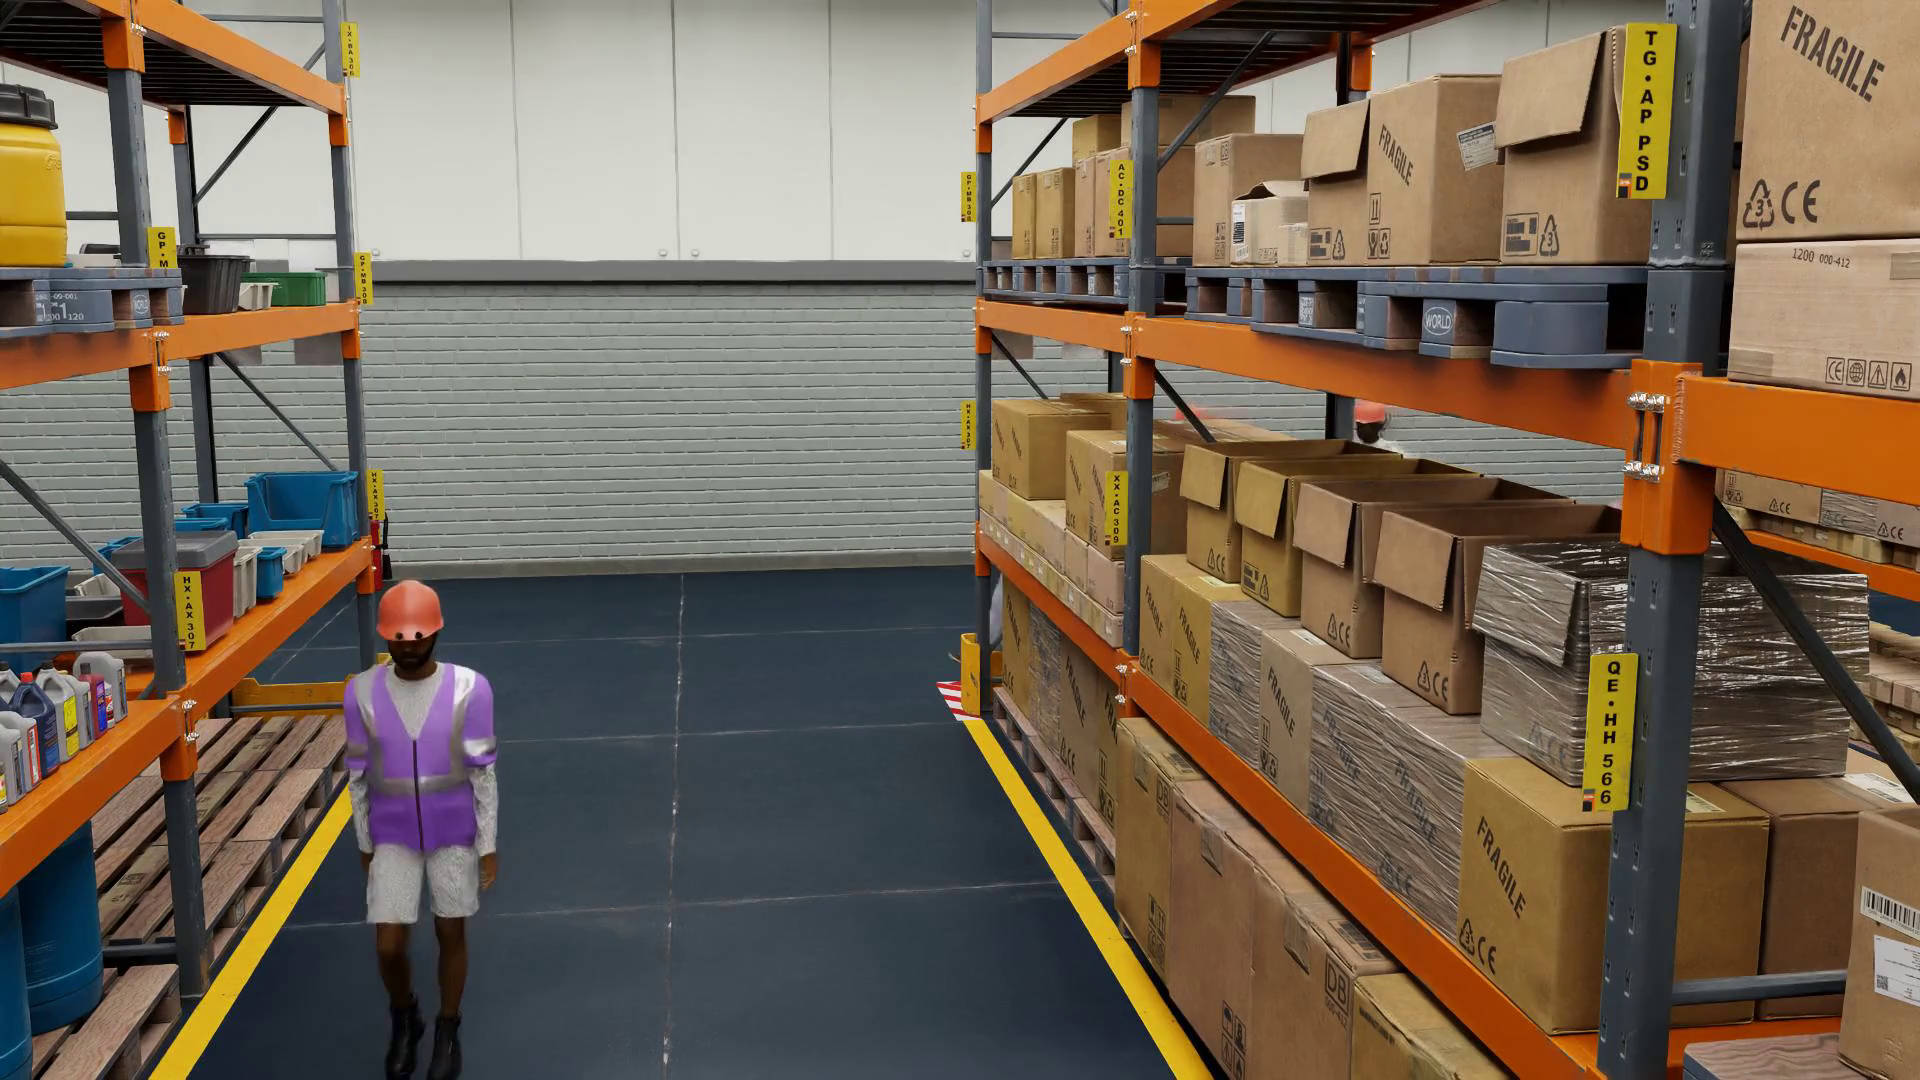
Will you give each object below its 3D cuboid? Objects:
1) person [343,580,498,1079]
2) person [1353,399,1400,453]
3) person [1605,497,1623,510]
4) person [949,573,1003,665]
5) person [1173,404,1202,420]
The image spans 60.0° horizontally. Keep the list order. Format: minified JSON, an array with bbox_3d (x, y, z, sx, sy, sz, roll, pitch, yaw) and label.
[{"bbox_3d":[-1.979,1.087,6.153,0.542,1.921,0.432,-2,9,-11],"label":"person"},{"bbox_3d":[3.443,-0.186,13.735,0.781,2.015,0.611,-4,10,-21],"label":"person"},{"bbox_3d":[4.306,0.398,10.566,0.639,1.879,0.891,0,9,1],"label":"person"},{"bbox_3d":[0.406,0.122,12.470,0.976,1.806,0.566,-4,10,-25],"label":"person"},{"bbox_3d":[1.895,-0.214,14.249,0.931,1.890,0.561,0,9,-2],"label":"person"}]
